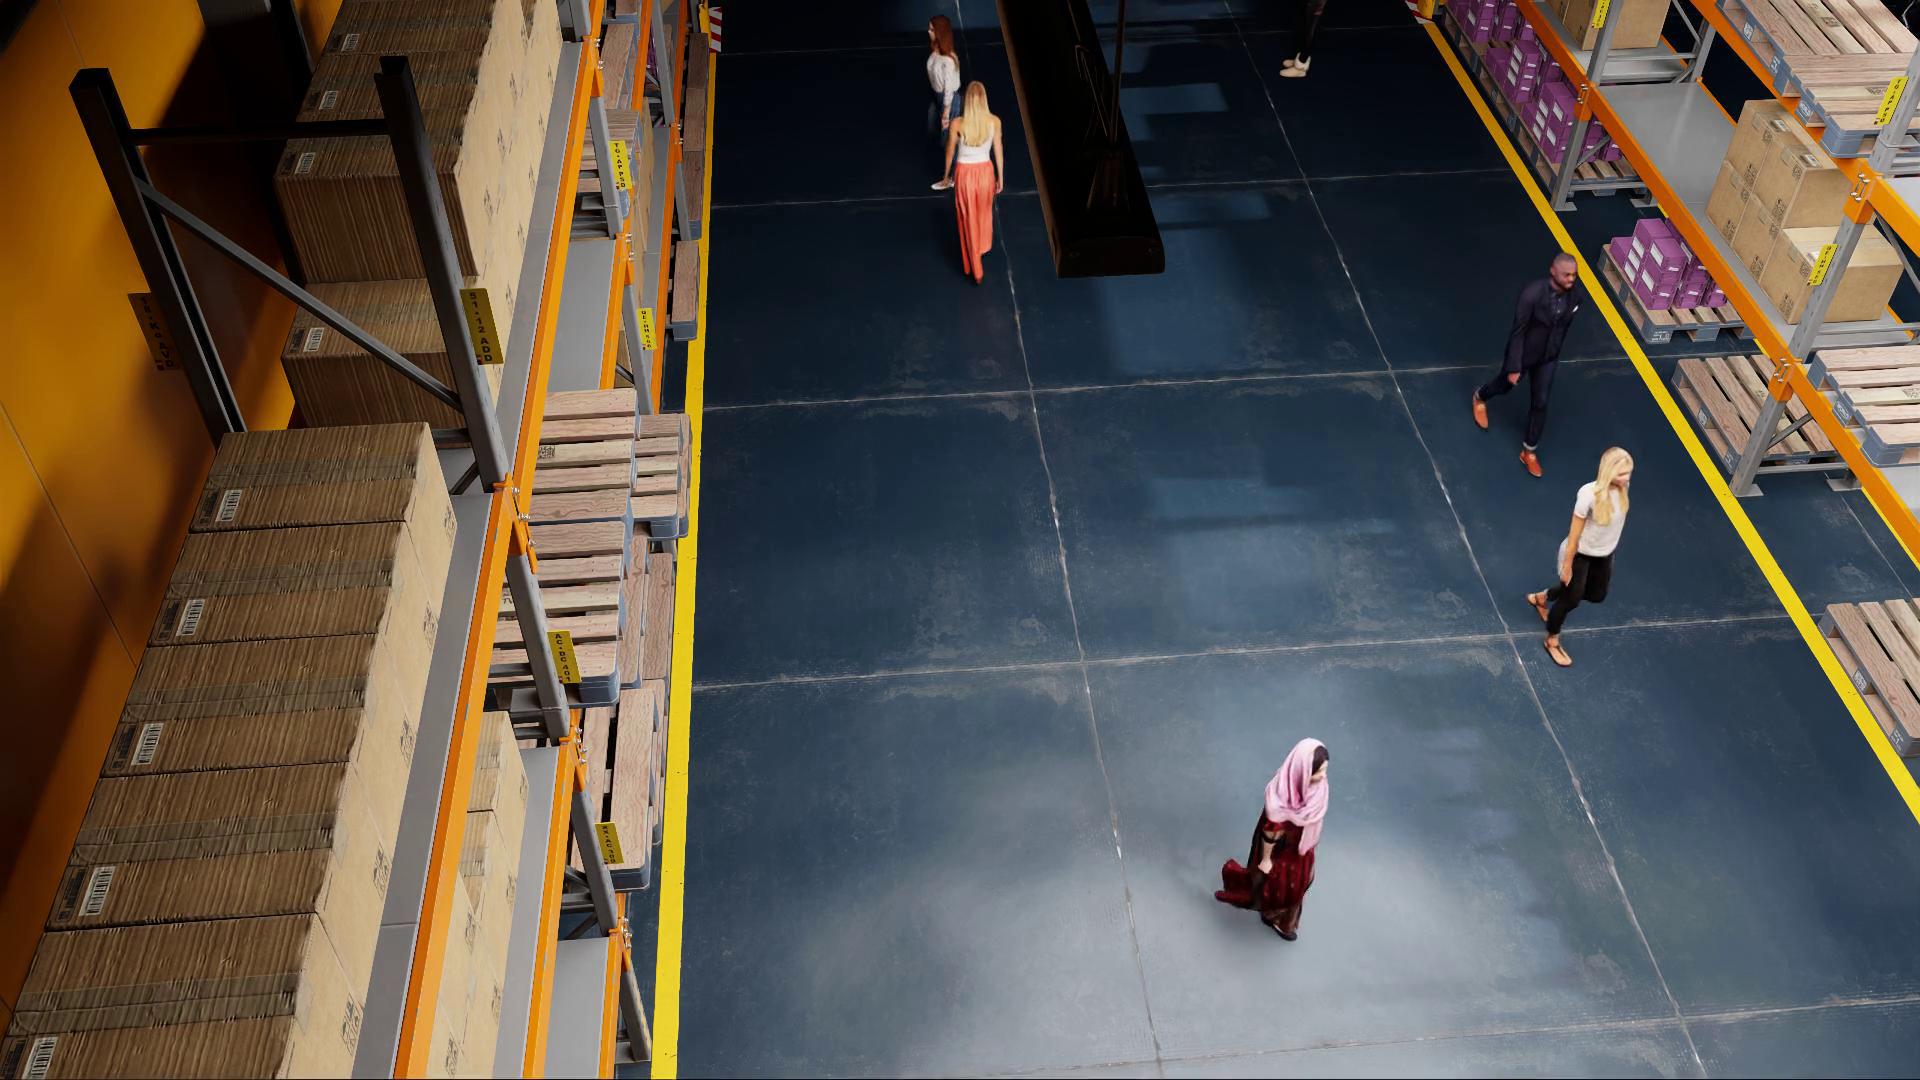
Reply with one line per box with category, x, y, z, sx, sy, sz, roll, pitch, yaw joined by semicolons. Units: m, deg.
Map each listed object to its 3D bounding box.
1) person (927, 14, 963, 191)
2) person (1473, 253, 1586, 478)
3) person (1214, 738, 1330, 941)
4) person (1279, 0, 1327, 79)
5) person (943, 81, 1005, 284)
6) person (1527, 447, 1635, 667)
person;-0.046;-4.025;15.294;0.766;1.715;0.690;-17;46;-17
person;4.256;-1.436;12.526;0.713;1.784;1.171;-5;44;-6
person;1.774;1.647;9.400;0.878;1.633;0.944;-30;51;-27
person;3.614;-5.514;16.896;0.706;1.659;0.645;27;50;25
person;0.135;-2.987;14.158;0.704;1.778;0.979;-9;44;-10
person;4.044;0.045;10.950;0.797;1.814;0.875;-24;49;-23
